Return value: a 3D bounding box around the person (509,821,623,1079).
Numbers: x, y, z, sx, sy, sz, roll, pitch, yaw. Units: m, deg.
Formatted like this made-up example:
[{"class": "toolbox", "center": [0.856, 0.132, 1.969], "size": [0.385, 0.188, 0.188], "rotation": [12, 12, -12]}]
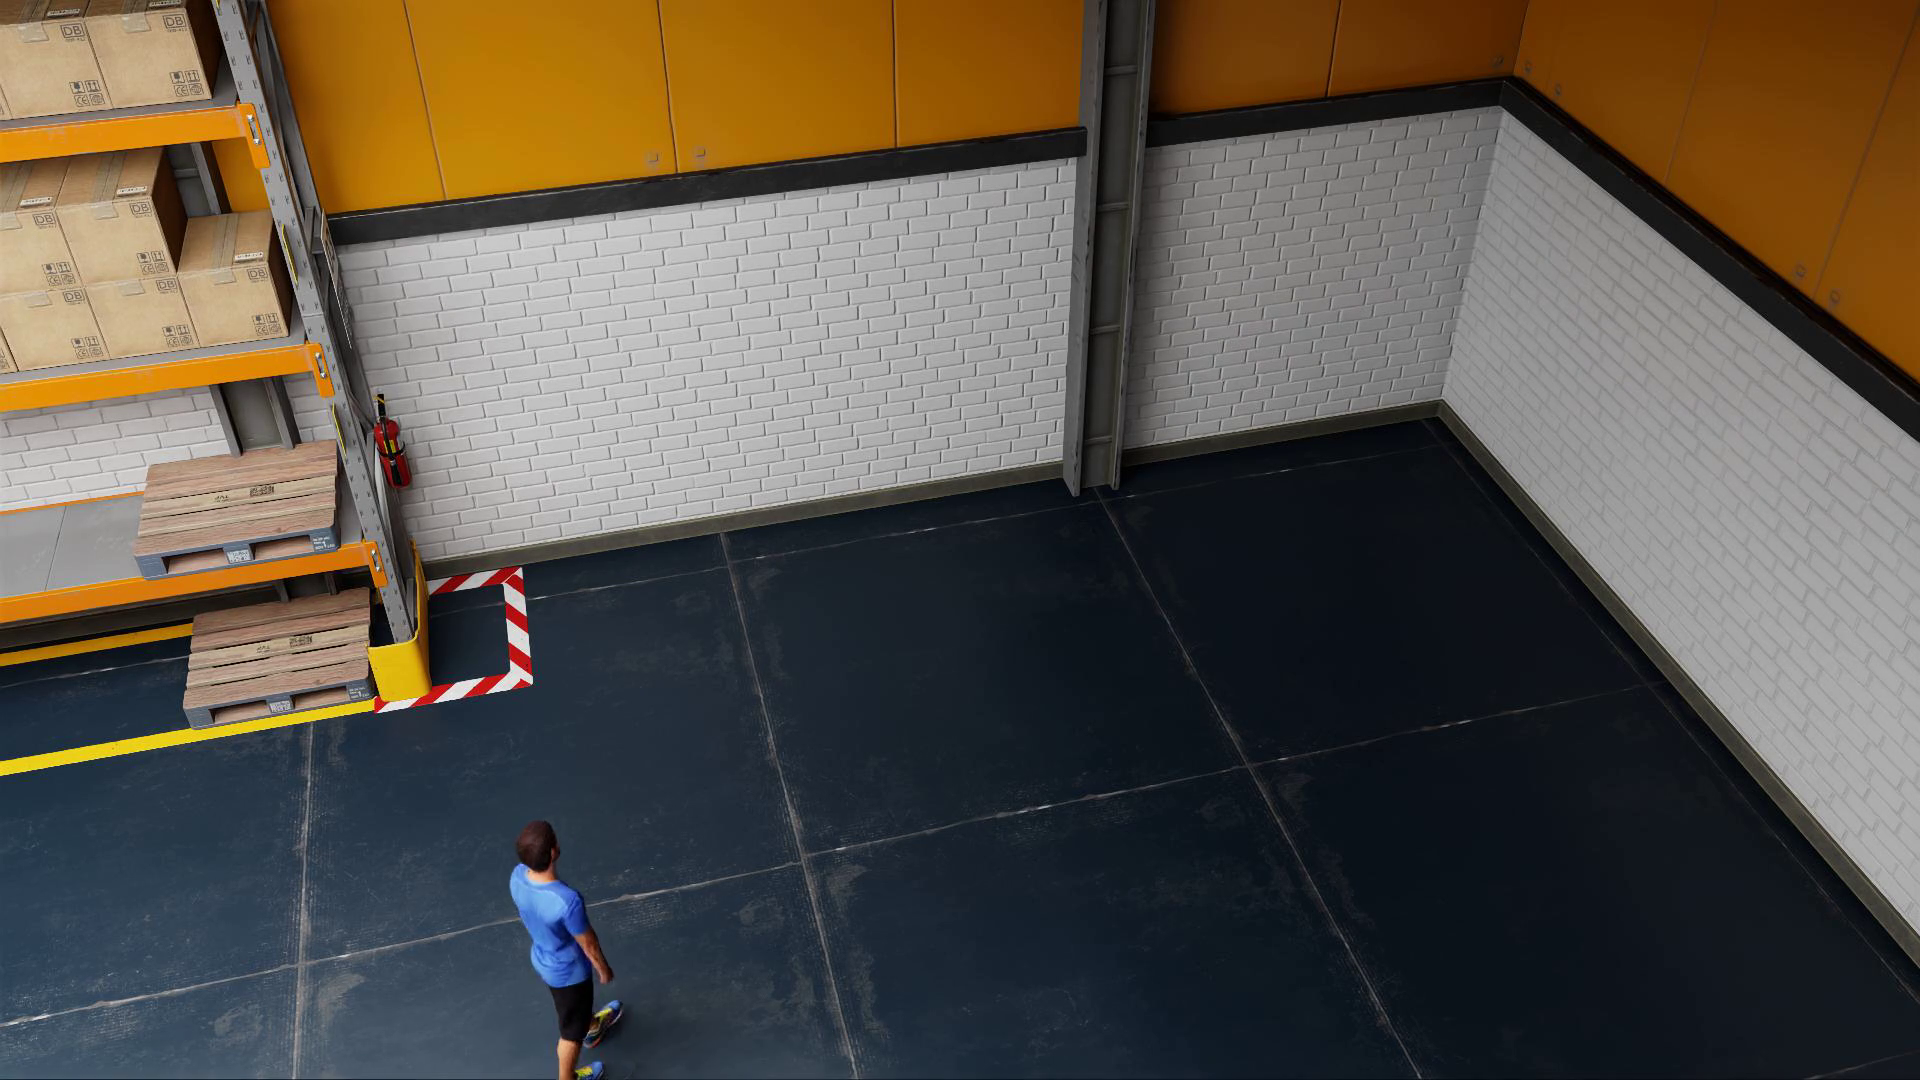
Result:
[{"class": "person", "center": [-2.063, 2.188, 8.657], "size": [0.980, 1.847, 0.878], "rotation": [-28, 47, -31]}]
